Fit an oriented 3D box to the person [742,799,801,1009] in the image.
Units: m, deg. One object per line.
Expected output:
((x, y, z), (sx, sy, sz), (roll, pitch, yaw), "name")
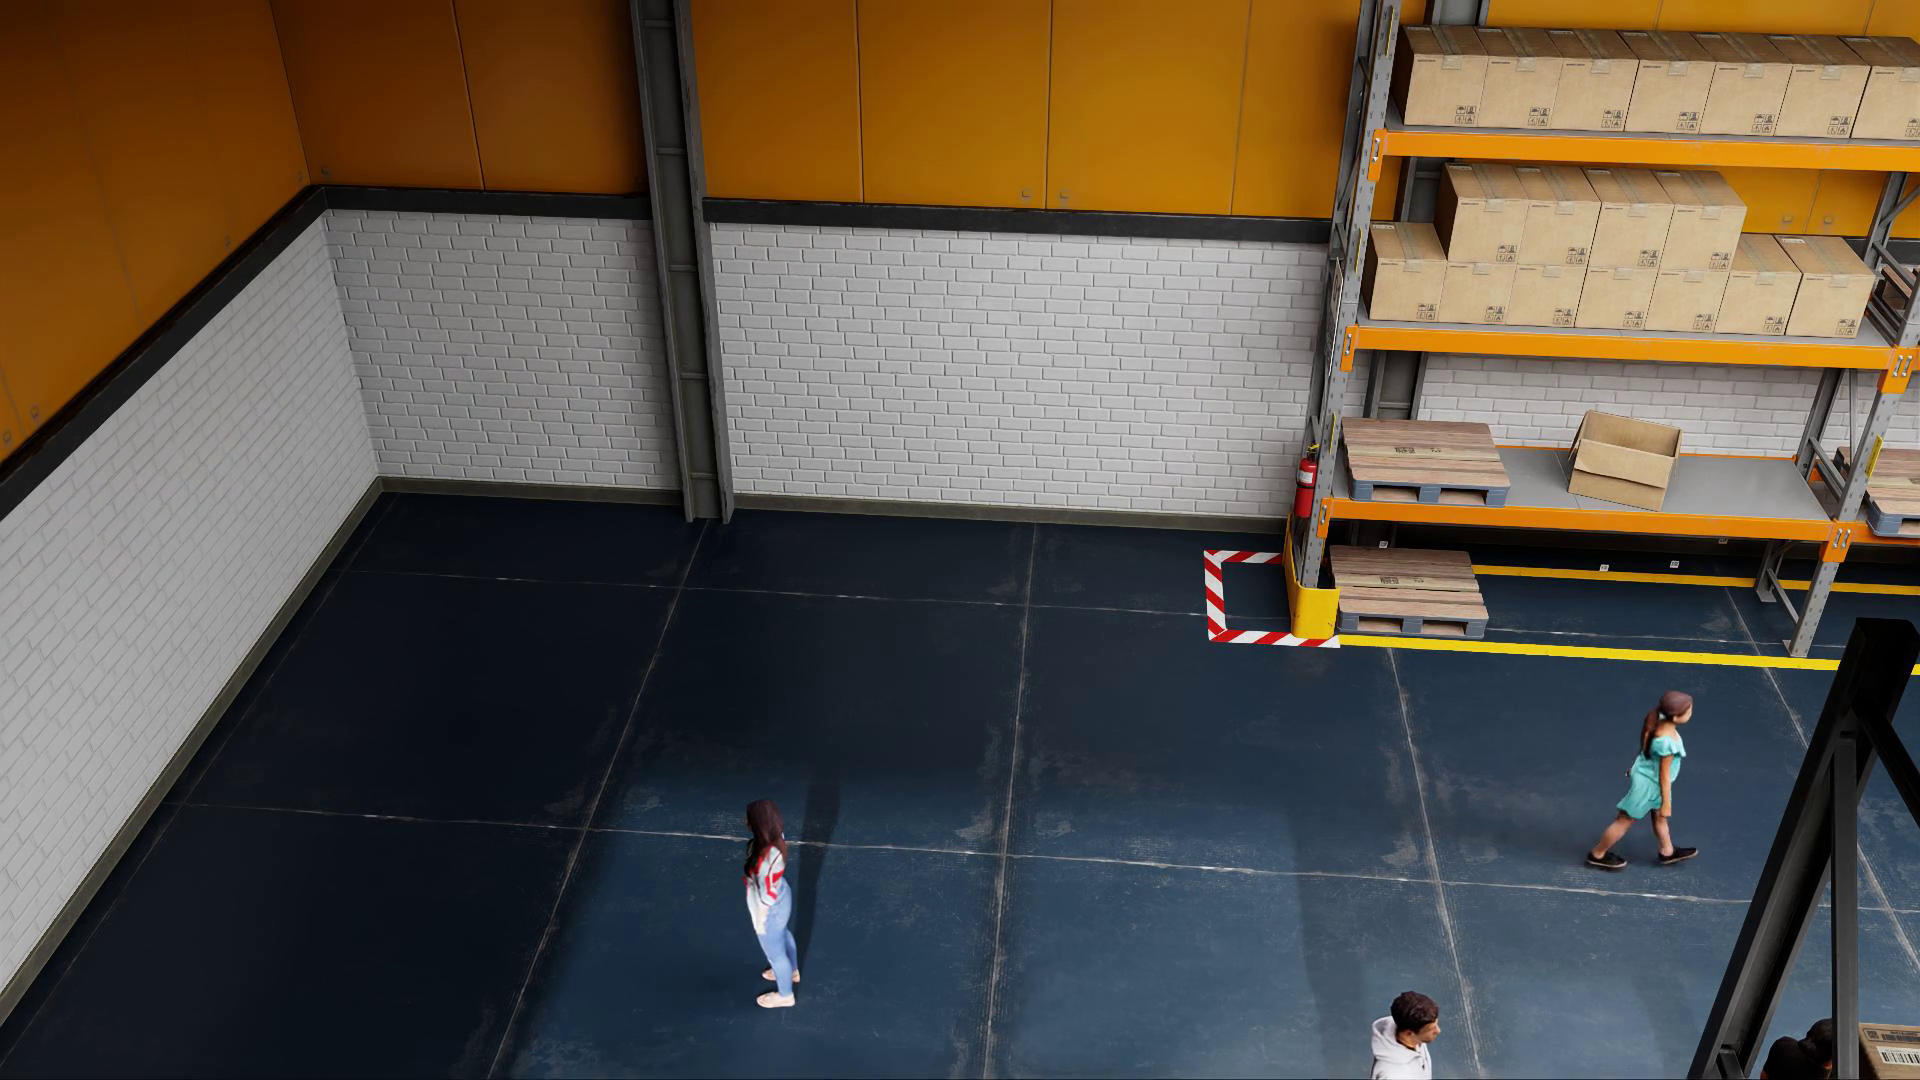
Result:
((-1.149, 2.219, 10.201), (0.548, 1.612, 0.608), (-2, 34, -2), "person")

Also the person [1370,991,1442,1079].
((2.225, 3.045, 8.671), (0.632, 1.930, 0.711), (7, 34, 10), "person")

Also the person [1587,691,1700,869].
((4.541, 1.632, 11.158), (0.964, 1.530, 0.611), (5, 34, 8), "person")
